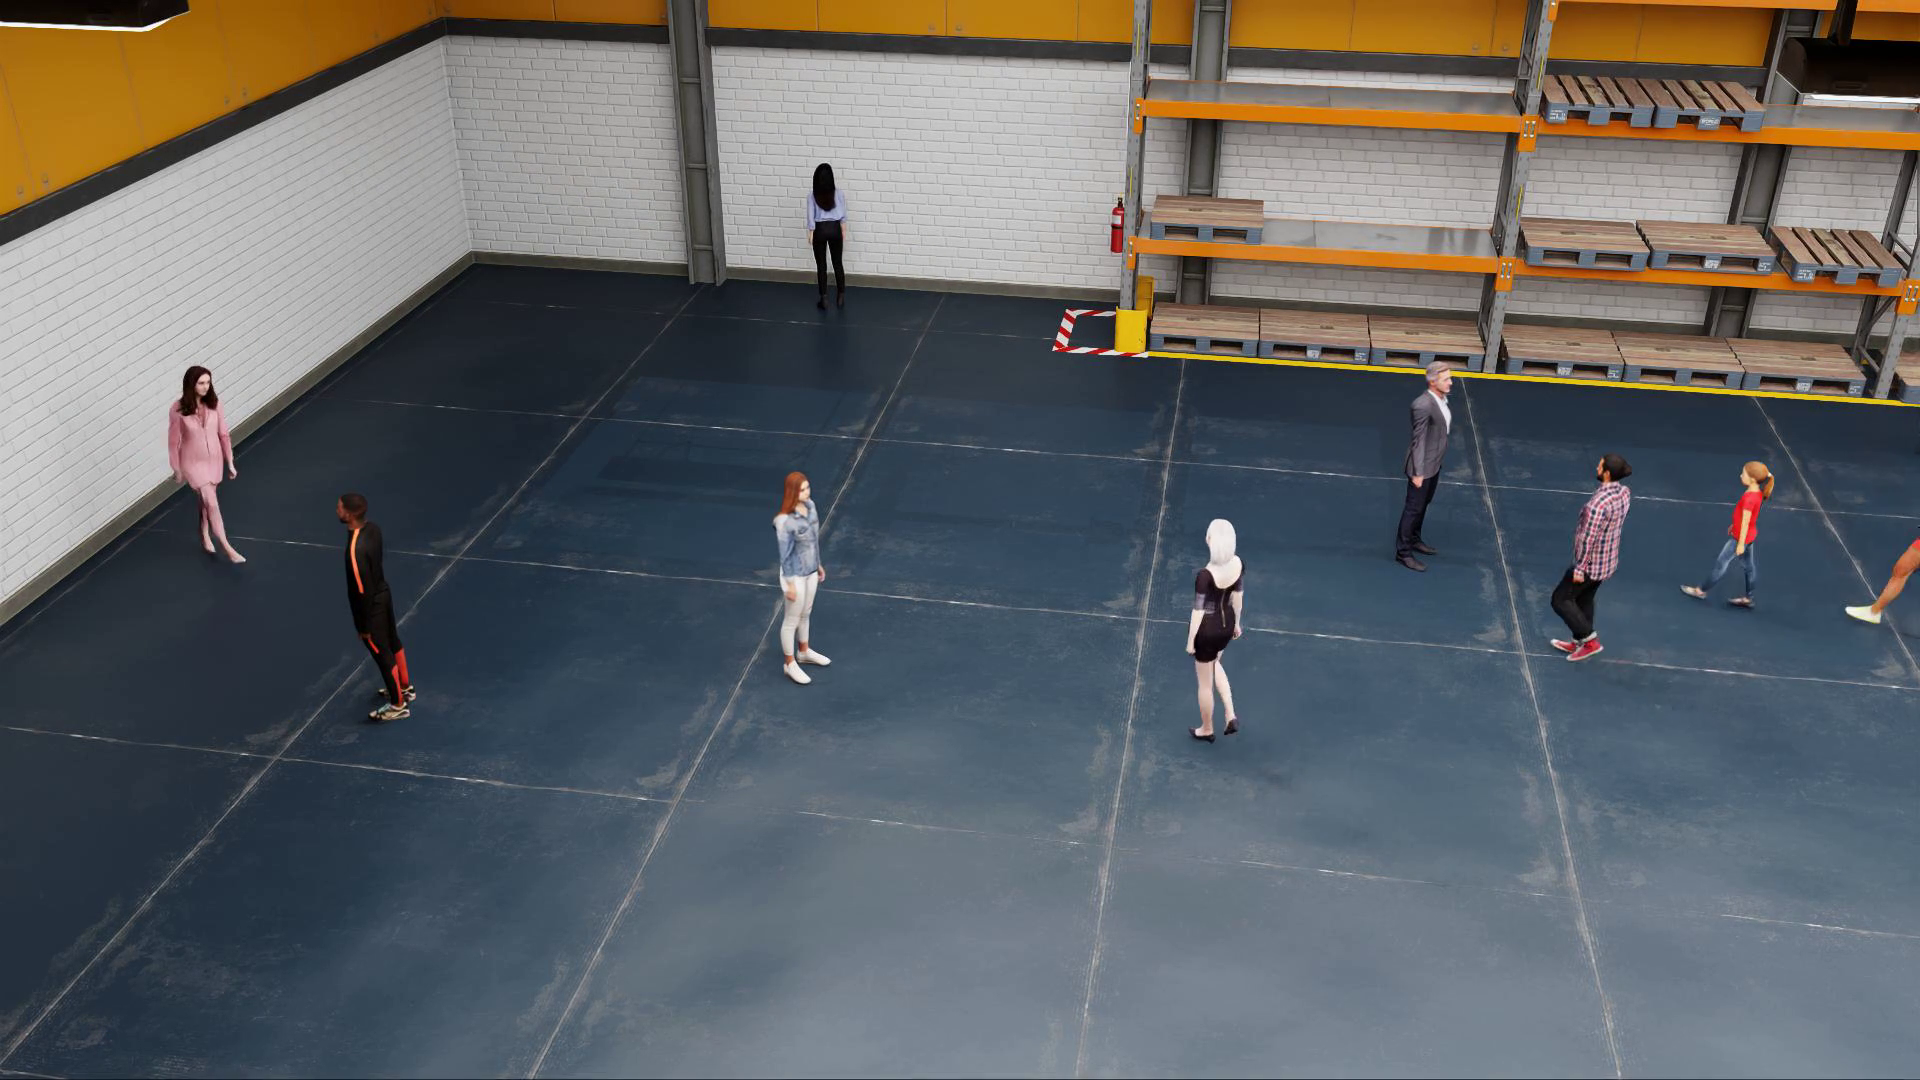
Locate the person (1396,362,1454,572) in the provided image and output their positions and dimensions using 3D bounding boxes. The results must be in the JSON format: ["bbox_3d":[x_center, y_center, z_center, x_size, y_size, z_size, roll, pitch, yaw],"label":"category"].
[{"bbox_3d":[3.955,-0.669,14.119,0.742,1.842,0.795,16,32,27],"label":"person"}]

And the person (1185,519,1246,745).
[{"bbox_3d":[1.846,0.694,11.641,0.782,1.822,0.842,-20,34,-32],"label":"person"}]

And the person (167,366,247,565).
[{"bbox_3d":[-6.501,-0.646,14.170,0.924,1.753,1.067,-23,36,-36],"label":"person"}]

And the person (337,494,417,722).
[{"bbox_3d":[-4.251,0.471,12.066,0.599,1.807,0.675,-1,29,-2],"label":"person"}]

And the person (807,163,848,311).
[{"bbox_3d":[-1.558,-3.567,19.535,0.664,1.743,0.791,-9,30,-16],"label":"person"}]

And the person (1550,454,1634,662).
[{"bbox_3d":[4.878,0.174,12.669,0.883,1.752,0.852,25,37,37],"label":"person"}]

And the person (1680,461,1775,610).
[{"bbox_3d":[6.420,-0.006,13.483,0.872,1.288,0.703,18,33,30],"label":"person"}]

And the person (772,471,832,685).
[{"bbox_3d":[-1.229,0.254,12.574,0.618,1.703,0.671,14,32,24],"label":"person"}]
